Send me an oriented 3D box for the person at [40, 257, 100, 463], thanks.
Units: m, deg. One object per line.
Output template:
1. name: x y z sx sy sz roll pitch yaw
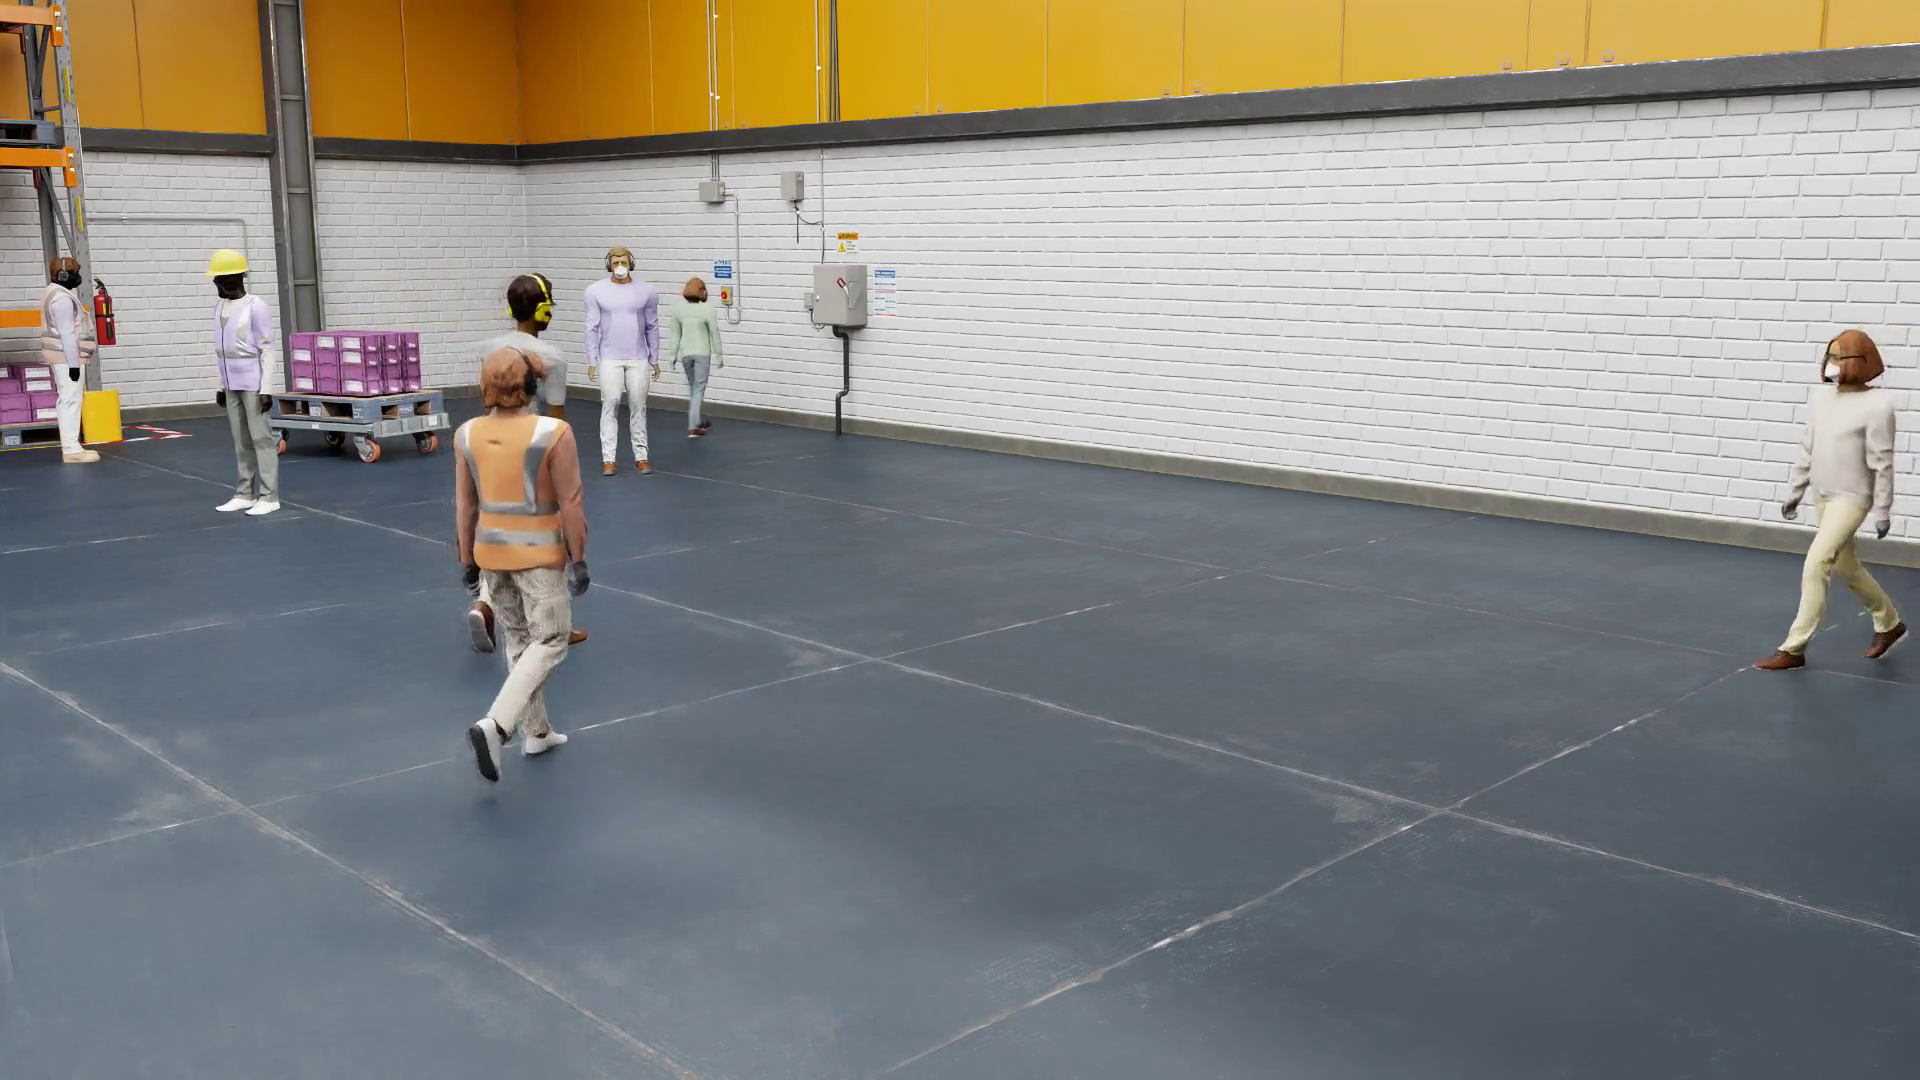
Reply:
1. person: -7.965 -1.608 14.899 0.430 1.836 0.619 -7 13 -34

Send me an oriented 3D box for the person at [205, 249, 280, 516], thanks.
1. person: -5.199 -1.135 12.061 0.587 1.922 0.383 7 12 33

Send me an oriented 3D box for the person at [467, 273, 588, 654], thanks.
1. person: -2.094 -0.347 7.970 0.532 1.852 0.636 4 11 23

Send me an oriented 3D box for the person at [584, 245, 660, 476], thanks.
1. person: -2.849 -1.514 14.077 0.635 1.938 0.359 -4 11 -19

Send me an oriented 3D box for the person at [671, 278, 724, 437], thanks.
1. person: -2.652 -1.864 16.938 0.523 1.592 0.779 4 11 20

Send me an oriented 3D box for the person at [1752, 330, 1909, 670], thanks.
1. person: 4.161 -0.187 7.776 0.825 1.601 0.502 -1 10 -6

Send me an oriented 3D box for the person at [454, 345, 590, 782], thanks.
1. person: -1.667 0.087 6.215 0.521 1.620 0.679 4 11 21
